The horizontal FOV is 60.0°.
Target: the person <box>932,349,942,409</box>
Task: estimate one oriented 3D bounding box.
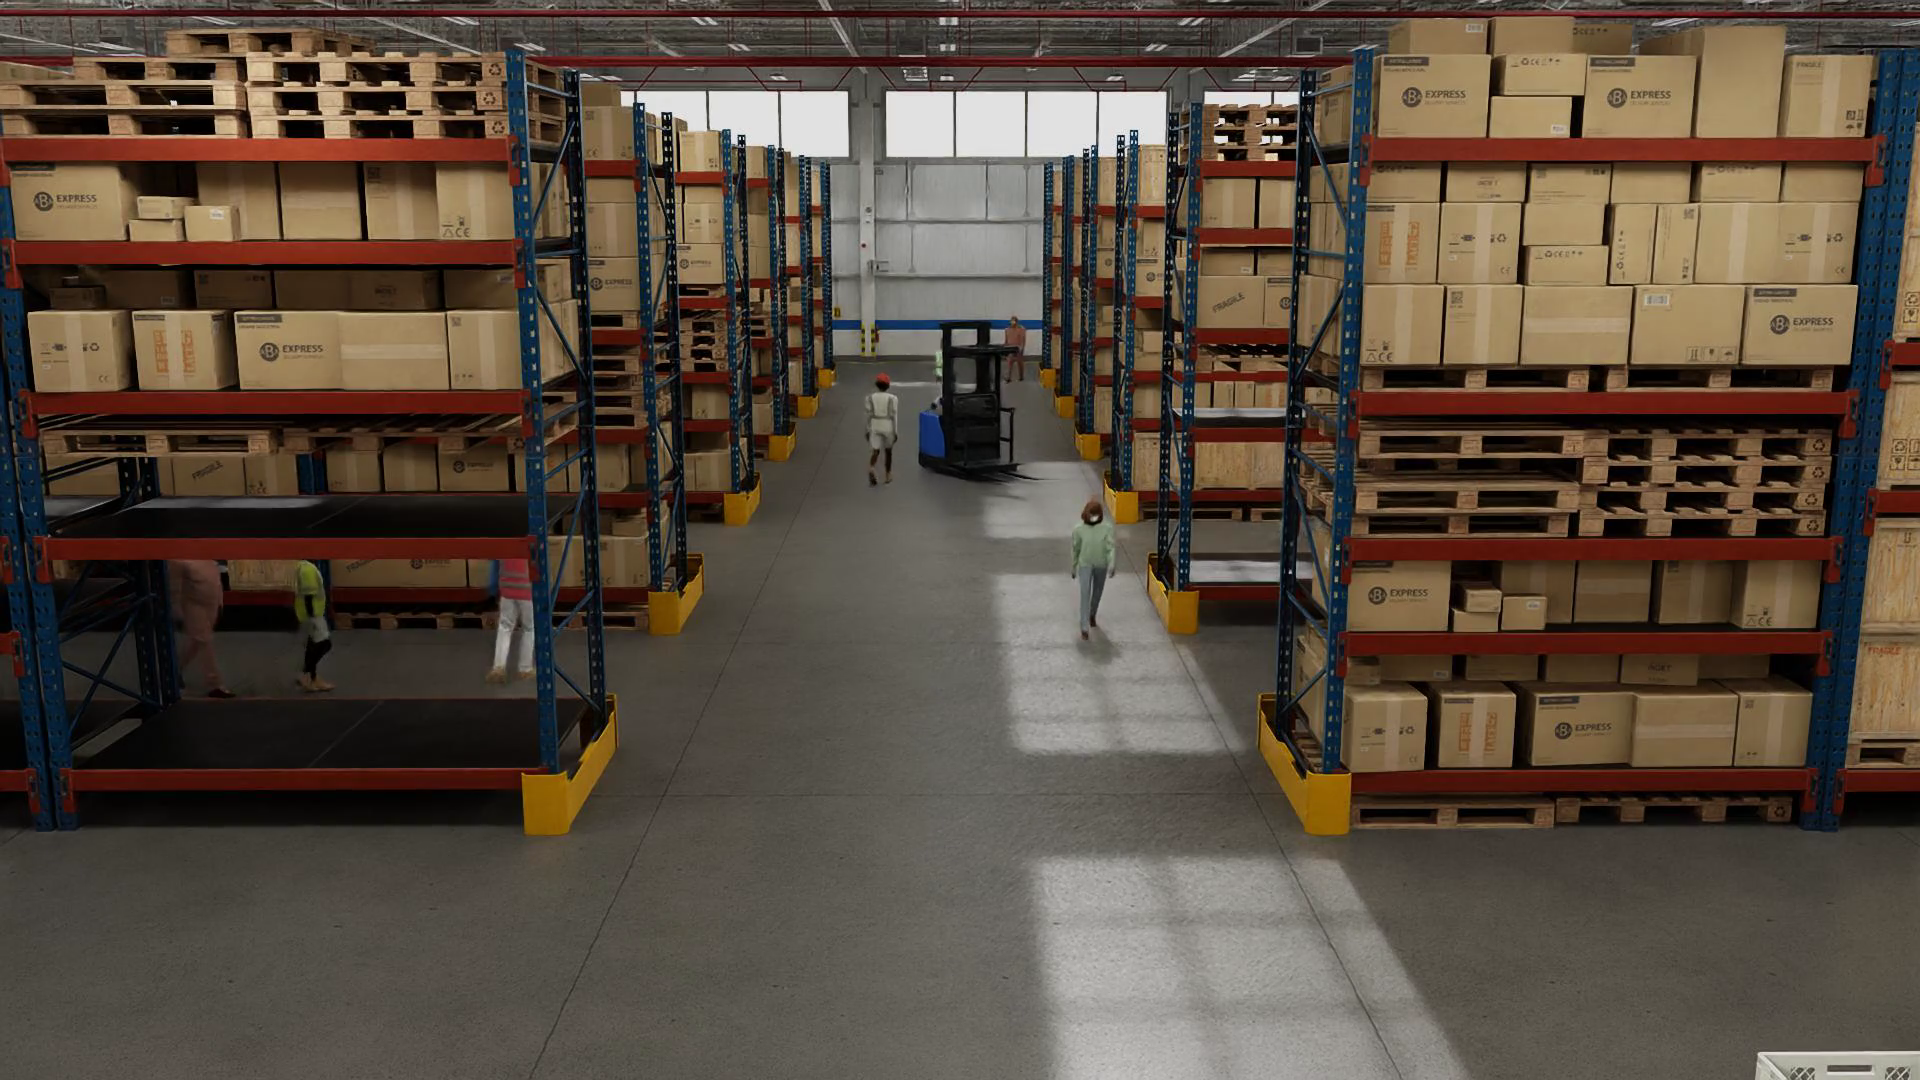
[{"bbox_3d":[-0.393,-3.916,39.741,0.719,1.824,0.572,-9,14,-37],"label":"person"}]

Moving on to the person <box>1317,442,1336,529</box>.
[{"bbox_3d":[5.595,-0.698,24.348,0.801,1.604,0.517,0,11,2],"label":"person"}]

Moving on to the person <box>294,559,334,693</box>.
[{"bbox_3d":[-6.593,0.748,16.949,0.361,1.685,0.557,-5,12,-22],"label":"person"}]

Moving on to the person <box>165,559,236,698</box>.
[{"bbox_3d":[-7.797,0.664,16.895,0.842,1.888,0.643,3,12,13],"label":"person"}]

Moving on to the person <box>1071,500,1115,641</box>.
[{"bbox_3d":[1.540,0.303,19.375,0.498,1.601,0.816,-1,11,-5],"label":"person"}]

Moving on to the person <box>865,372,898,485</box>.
[{"bbox_3d":[-1.409,-1.974,29.640,0.611,2.021,0.841,3,12,13],"label":"person"}]

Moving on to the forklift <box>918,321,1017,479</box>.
[{"bbox_3d":[0.093,-2.665,30.909,1.129,2.768,1.873,-7,13,-30],"label":"forklift"}]

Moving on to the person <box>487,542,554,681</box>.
[{"bbox_3d":[-4.616,0.606,17.406,0.682,1.802,0.634,3,12,13],"label":"person"}]

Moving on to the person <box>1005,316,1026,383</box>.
[{"bbox_3d":[1.561,-5.391,46.991,0.643,1.861,1.028,3,12,16],"label":"person"}]
